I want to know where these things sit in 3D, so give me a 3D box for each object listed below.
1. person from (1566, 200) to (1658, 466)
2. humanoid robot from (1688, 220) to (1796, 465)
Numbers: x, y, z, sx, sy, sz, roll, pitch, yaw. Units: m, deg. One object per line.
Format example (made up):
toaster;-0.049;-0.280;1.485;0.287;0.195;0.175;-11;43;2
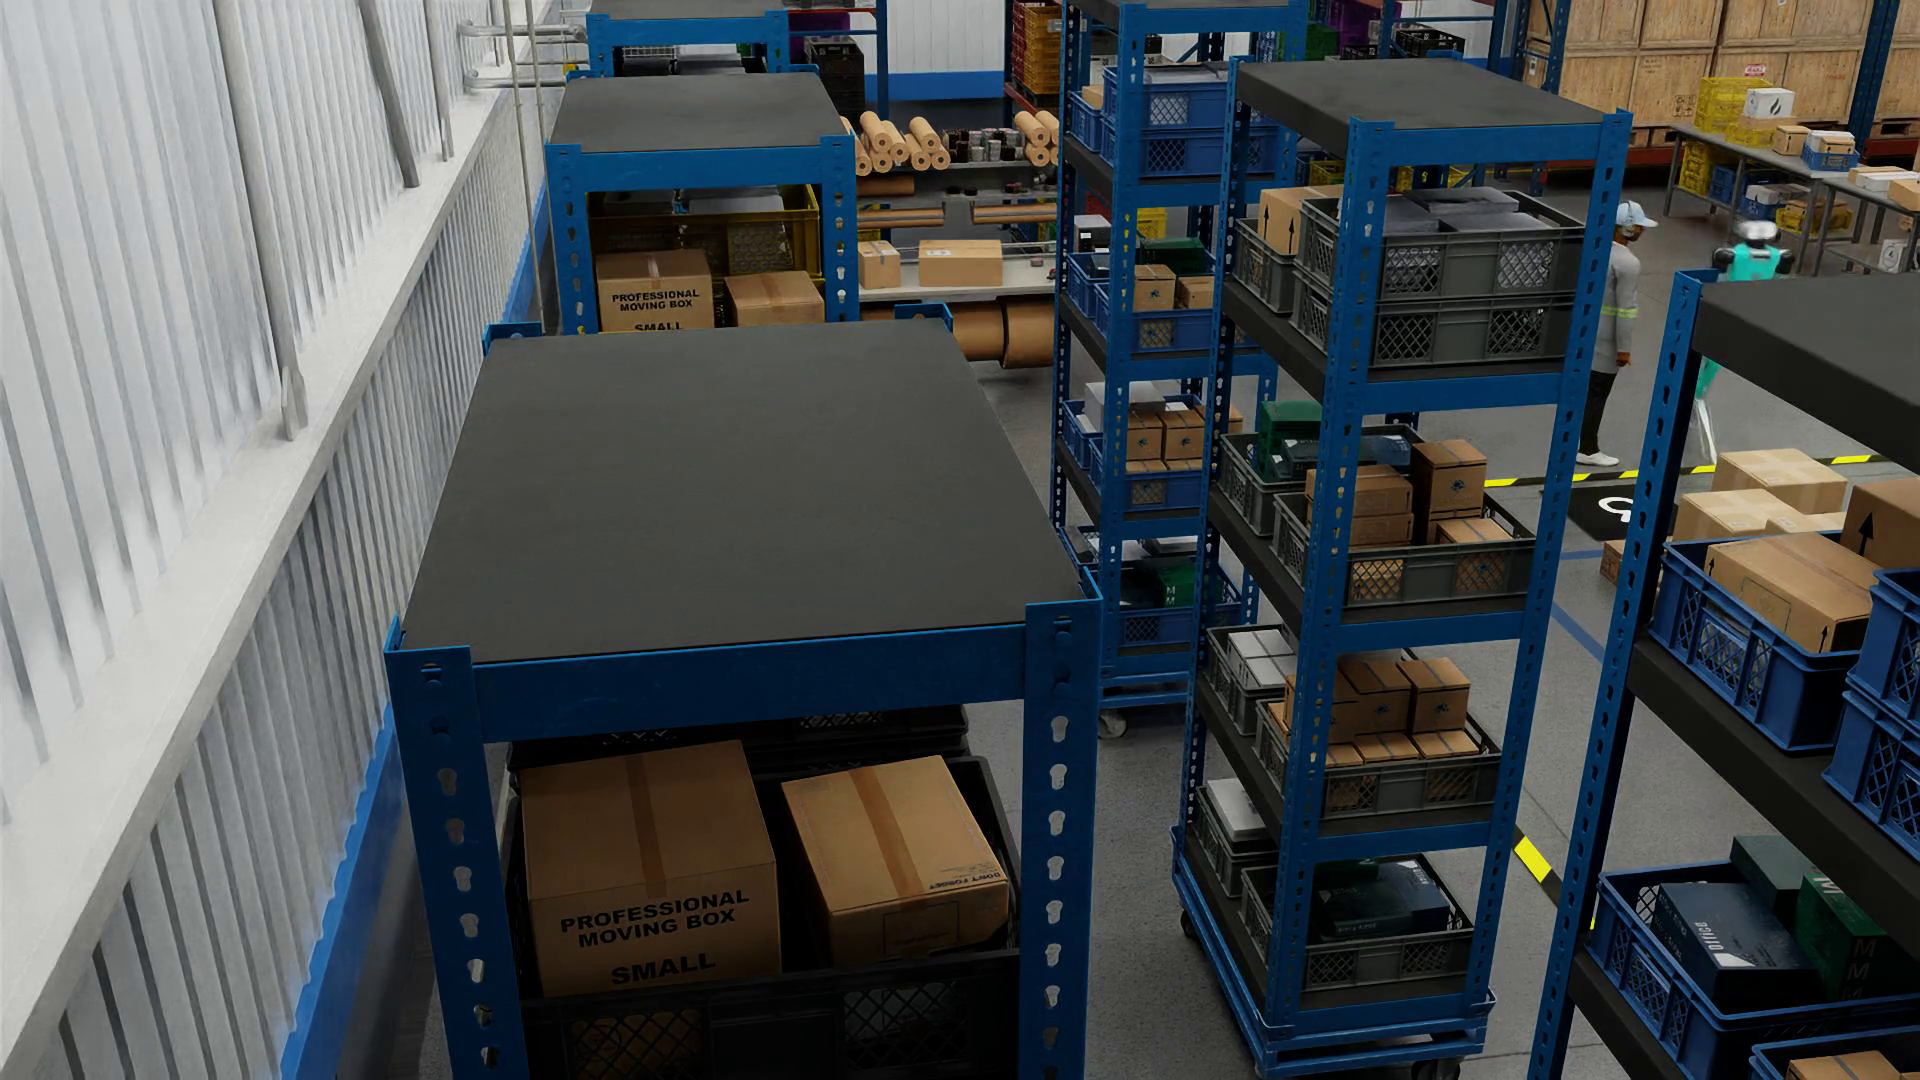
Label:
person;4.479;-1.429;11.511;0.388;1.849;0.597;-5;25;-11
humanoid robot;5.367;-1.476;11.791;0.538;1.772;0.967;1;25;2
